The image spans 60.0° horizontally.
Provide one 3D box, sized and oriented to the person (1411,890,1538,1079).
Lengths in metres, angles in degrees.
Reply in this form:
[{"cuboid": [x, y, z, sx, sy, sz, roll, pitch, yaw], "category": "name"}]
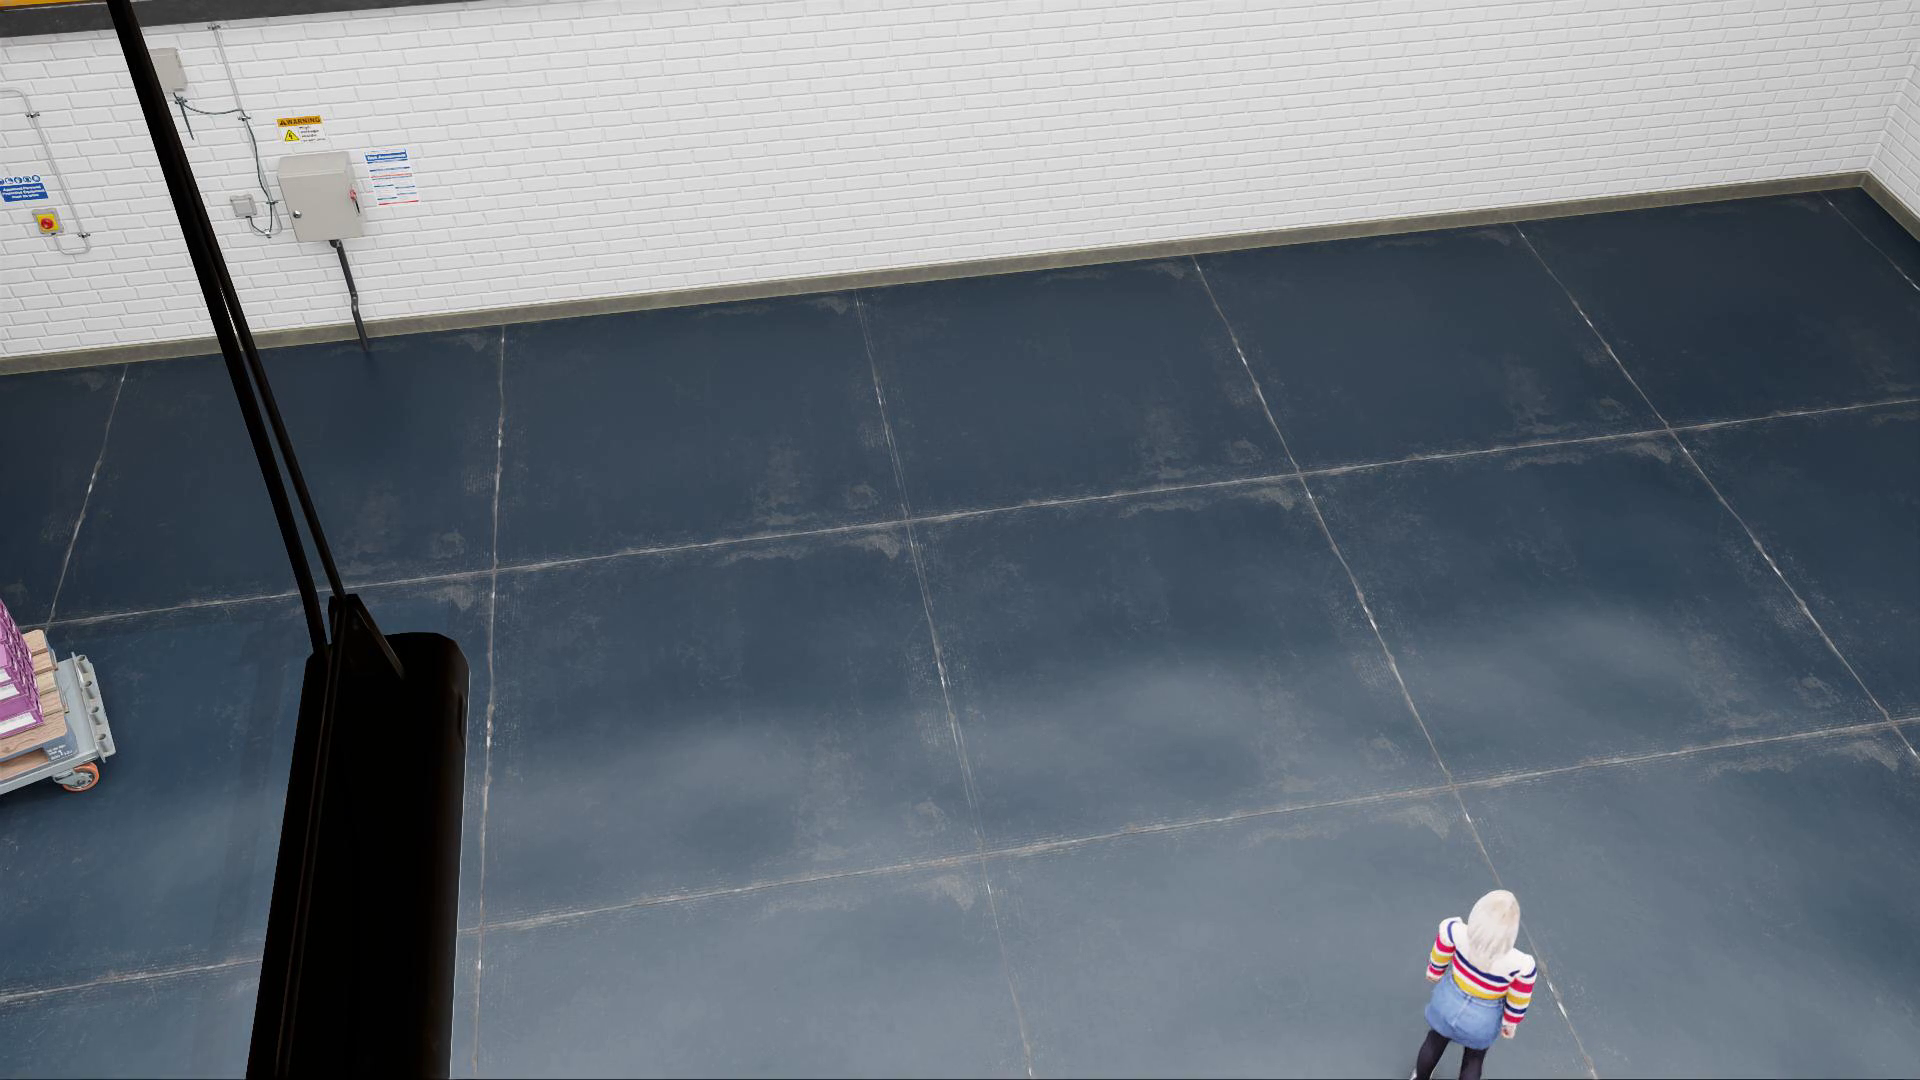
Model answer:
[{"cuboid": [2.502, 2.329, 8.258, 0.722, 1.804, 0.792, 28, 50, 26], "category": "person"}]
